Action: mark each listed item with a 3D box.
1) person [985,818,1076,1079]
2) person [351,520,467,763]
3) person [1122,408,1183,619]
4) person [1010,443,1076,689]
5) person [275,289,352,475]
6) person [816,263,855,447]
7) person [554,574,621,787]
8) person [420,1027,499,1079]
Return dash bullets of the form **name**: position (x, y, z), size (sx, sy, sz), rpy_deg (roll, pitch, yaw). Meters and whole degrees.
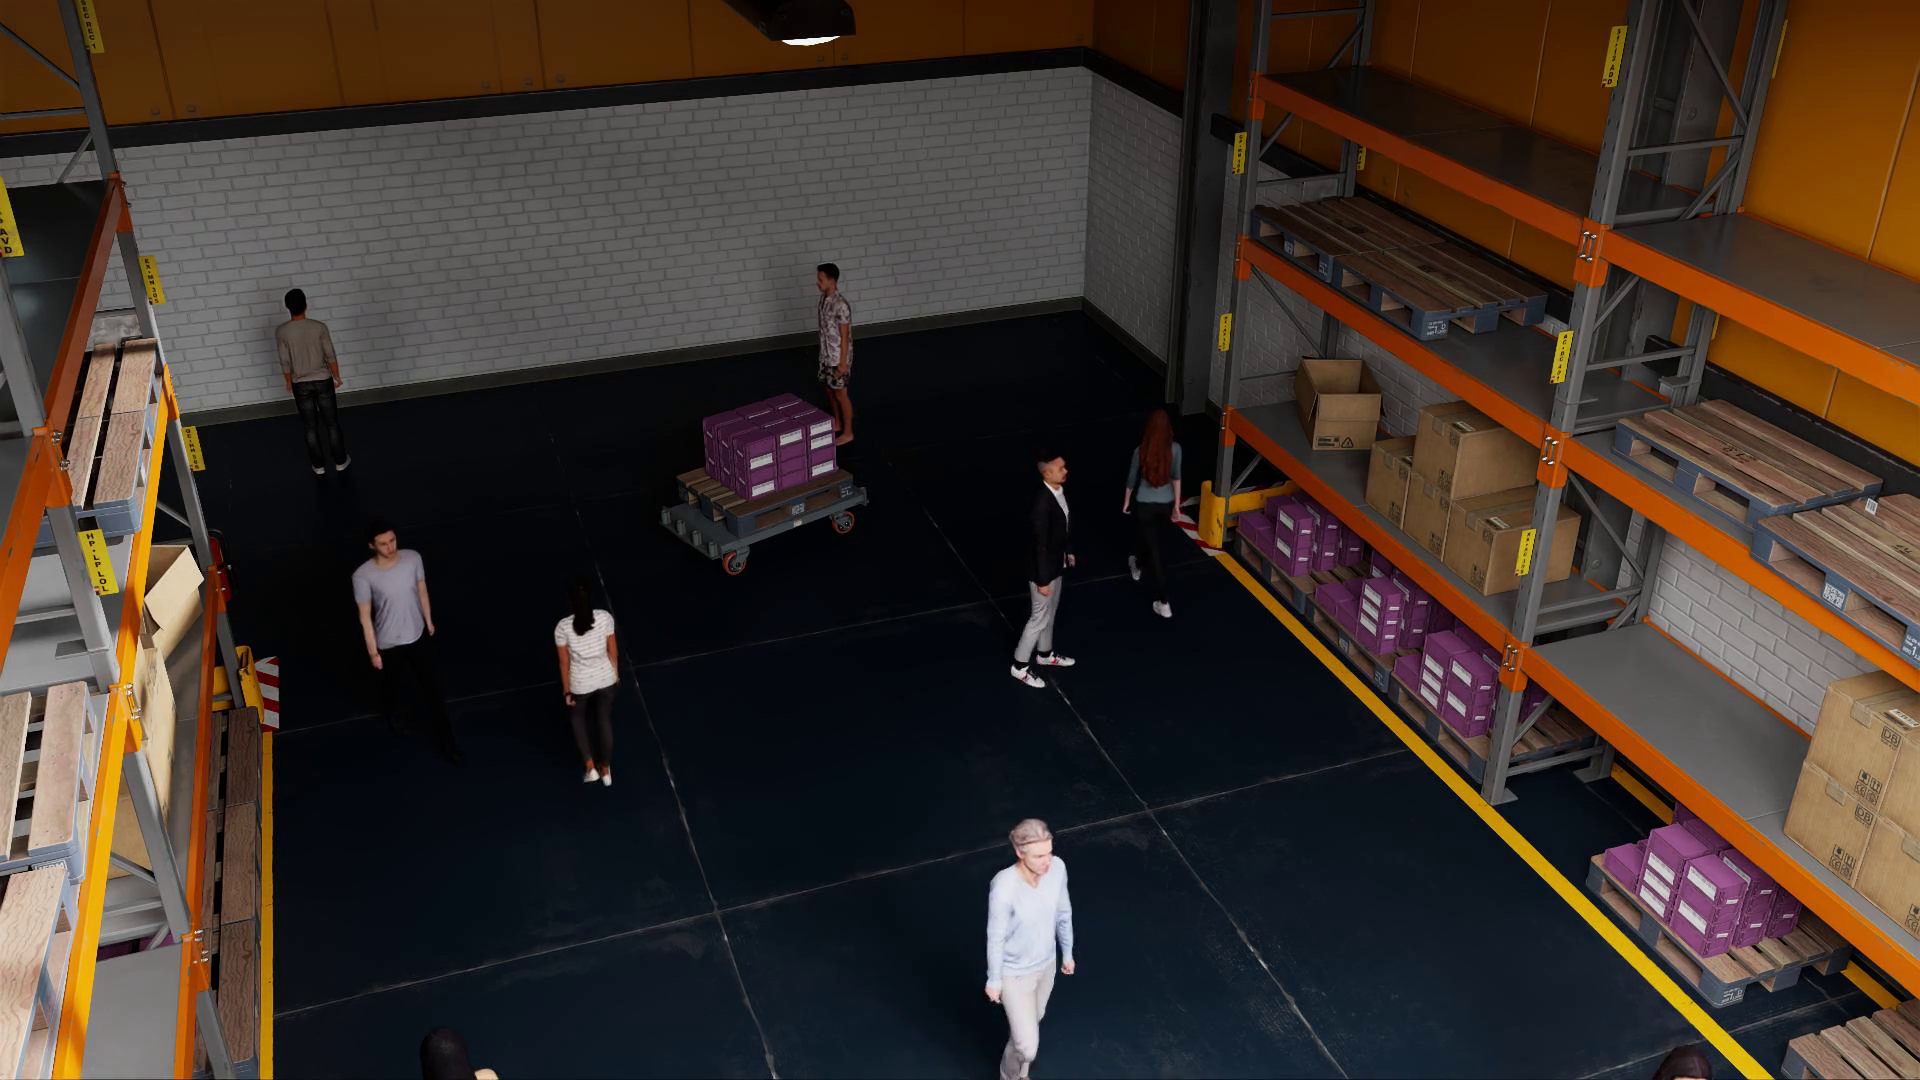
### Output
- **person**: position (0.284, 2.198, 8.754), size (0.774, 1.885, 0.765), rpy_deg (-22, 35, -34)
- **person**: position (-3.959, 0.662, 11.642), size (0.984, 1.815, 1.299), rpy_deg (-22, 35, -34)
- **person**: position (1.575, -0.184, 13.322), size (0.699, 1.692, 1.184), rpy_deg (-6, 29, -10)
- **person**: position (0.626, 0.147, 12.445), size (0.926, 1.952, 0.847), rpy_deg (8, 30, 14)
- **person**: position (-6.068, -1.484, 15.581), size (0.655, 1.812, 0.541), rpy_deg (-9, 30, -15)
- **person**: position (-1.204, -1.834, 16.223), size (0.765, 1.812, 0.563), rpy_deg (-15, 32, -25)
- **person**: position (-2.466, 1.000, 11.214), size (0.563, 1.634, 0.608), rpy_deg (-11, 31, -19)
- **person**: position (-2.234, 2.903, 7.579), size (0.752, 1.774, 0.773), rpy_deg (-21, 35, -33)
